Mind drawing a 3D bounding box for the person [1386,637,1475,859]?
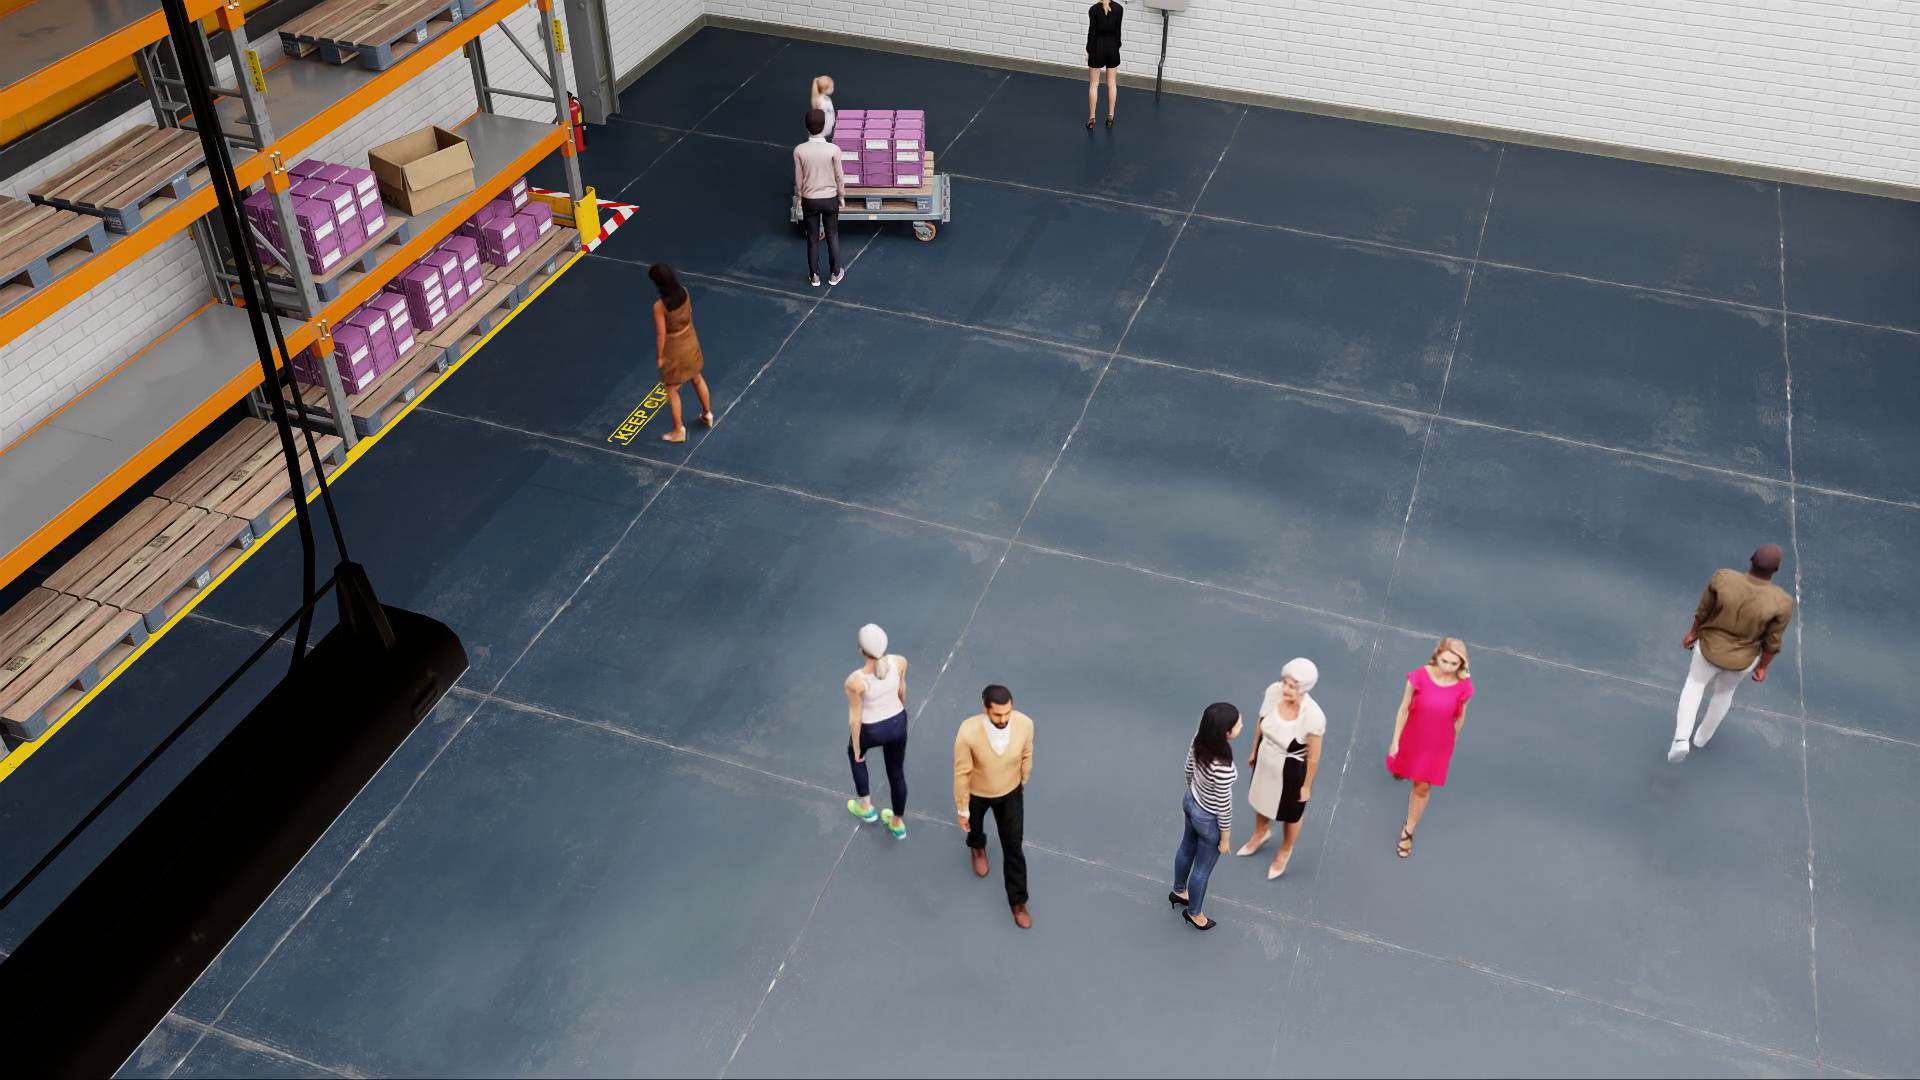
[{"bbox_3d":[2.954,1.215,10.578,0.583,1.705,0.937,10,40,13],"label":"person"}]

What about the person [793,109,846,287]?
[{"bbox_3d":[-1.365,-3.327,16.182,0.697,1.809,0.666,0,39,-1],"label":"person"}]

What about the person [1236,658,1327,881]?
[{"bbox_3d":[2.012,1.401,10.305,0.704,1.755,0.702,-27,46,-29],"label":"person"}]

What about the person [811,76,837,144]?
[{"bbox_3d":[-1.538,-4.405,17.984,0.891,1.244,0.906,-8,39,-10],"label":"person"}]

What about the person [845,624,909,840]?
[{"bbox_3d":[-0.452,1.270,10.524,0.776,1.686,0.837,-18,42,-21],"label":"person"}]

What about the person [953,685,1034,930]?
[{"bbox_3d":[0.165,1.483,10.237,1.018,1.713,1.213,-6,39,-7],"label":"person"}]

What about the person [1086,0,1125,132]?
[{"bbox_3d":[1.633,-5.555,19.005,0.657,1.768,0.680,-9,39,-11],"label":"person"}]

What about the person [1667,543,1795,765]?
[{"bbox_3d":[5.063,0.787,11.037,0.830,1.802,0.982,21,43,24],"label":"person"}]

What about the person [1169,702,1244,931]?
[{"bbox_3d":[1.471,1.649,9.963,0.734,1.794,0.647,-12,40,-14],"label":"person"}]

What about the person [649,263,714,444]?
[{"bbox_3d":[-2.387,-1.599,14.129,0.746,1.671,0.544,27,46,30],"label":"person"}]
